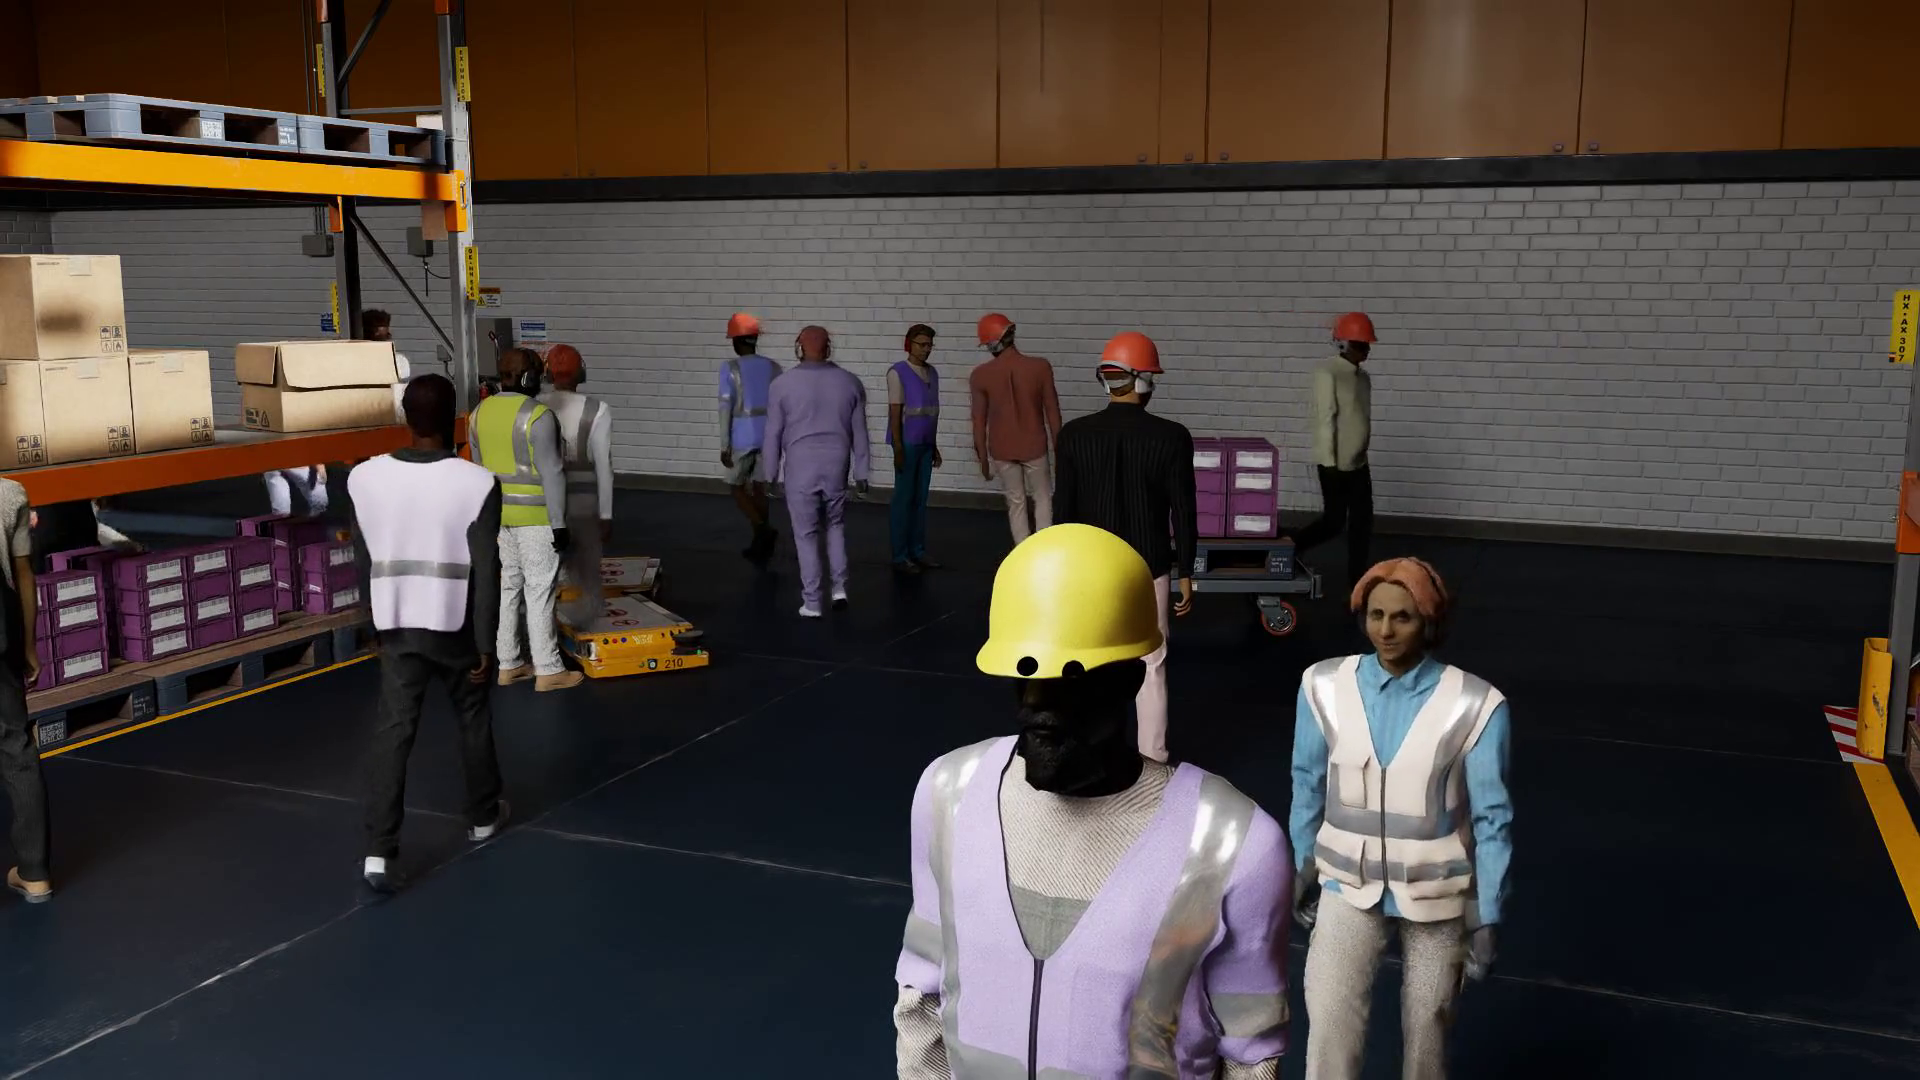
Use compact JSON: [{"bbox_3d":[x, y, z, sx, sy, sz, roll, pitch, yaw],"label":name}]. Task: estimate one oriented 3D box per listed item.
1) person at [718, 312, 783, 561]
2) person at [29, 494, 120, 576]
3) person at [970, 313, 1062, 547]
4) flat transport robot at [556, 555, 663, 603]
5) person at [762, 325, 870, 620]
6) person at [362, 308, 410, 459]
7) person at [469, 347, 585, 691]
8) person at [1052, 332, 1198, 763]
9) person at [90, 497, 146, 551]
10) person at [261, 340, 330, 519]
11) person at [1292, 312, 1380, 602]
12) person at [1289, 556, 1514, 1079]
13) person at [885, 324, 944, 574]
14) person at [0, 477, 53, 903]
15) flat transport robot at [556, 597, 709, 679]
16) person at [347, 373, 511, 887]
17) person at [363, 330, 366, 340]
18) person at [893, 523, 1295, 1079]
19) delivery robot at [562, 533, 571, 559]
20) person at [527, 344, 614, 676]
[{"bbox_3d":[-1.552,-0.760,12.606,0.561,1.919,0.594,-6,11,-33],"label":"person"},{"bbox_3d":[-5.396,-0.423,10.204,0.708,2.000,0.988,7,12,37],"label":"person"},{"bbox_3d":[0.407,-0.640,11.837,0.670,1.936,0.416,1,9,6],"label":"person"},{"bbox_3d":[-2.364,0.300,11.175,0.652,0.197,1.431,-1,9,-7],"label":"flat transport robot"},{"bbox_3d":[-0.935,-0.435,10.742,0.658,1.885,0.514,-4,10,-25],"label":"person"},{"bbox_3d":[-4.377,-0.786,12.698,0.598,1.940,0.629,7,12,36],"label":"person"},{"bbox_3d":[-2.320,-0.110,8.923,0.625,1.841,0.429,6,11,33],"label":"person"},{"bbox_3d":[0.704,0.116,7.083,0.622,1.990,0.388,3,10,17],"label":"person"},{"bbox_3d":[-5.987,-0.430,11.504,0.501,1.619,0.529,-7,11,-35],"label":"person"},{"bbox_3d":[-4.720,-0.538,11.780,0.555,1.740,0.531,1,9,7],"label":"person"},{"bbox_3d":[2.496,-0.540,11.127,0.728,1.970,0.646,9,13,44],"label":"person"},{"bbox_3d":[0.969,0.847,3.800,0.541,1.599,0.807,5,11,27],"label":"person"},{"bbox_3d":[-0.347,-0.683,12.394,0.390,1.838,0.563,6,11,31],"label":"person"},{"bbox_3d":[-3.453,0.410,5.760,0.346,1.842,0.505,6,11,34],"label":"person"},{"bbox_3d":[-2.021,0.537,9.740,0.652,0.197,1.431,-5,11,-28],"label":"flat transport robot"},{"bbox_3d":[-2.008,0.318,6.239,0.599,1.881,0.989,0,9,0],"label":"person"},{"bbox_3d":[-5.305,-1.040,14.982,0.540,1.695,0.317,-8,12,-41],"label":"person"},{"bbox_3d":[0.161,0.928,2.360,0.585,1.928,0.370,5,10,26],"label":"person"},{"bbox_3d":[-3.139,-0.009,11.905,0.707,0.478,0.477,0,9,2],"label":"delivery robot"},{"bbox_3d":[-2.246,-0.178,9.384,0.609,1.845,0.923,0,9,3],"label":"person"}]
